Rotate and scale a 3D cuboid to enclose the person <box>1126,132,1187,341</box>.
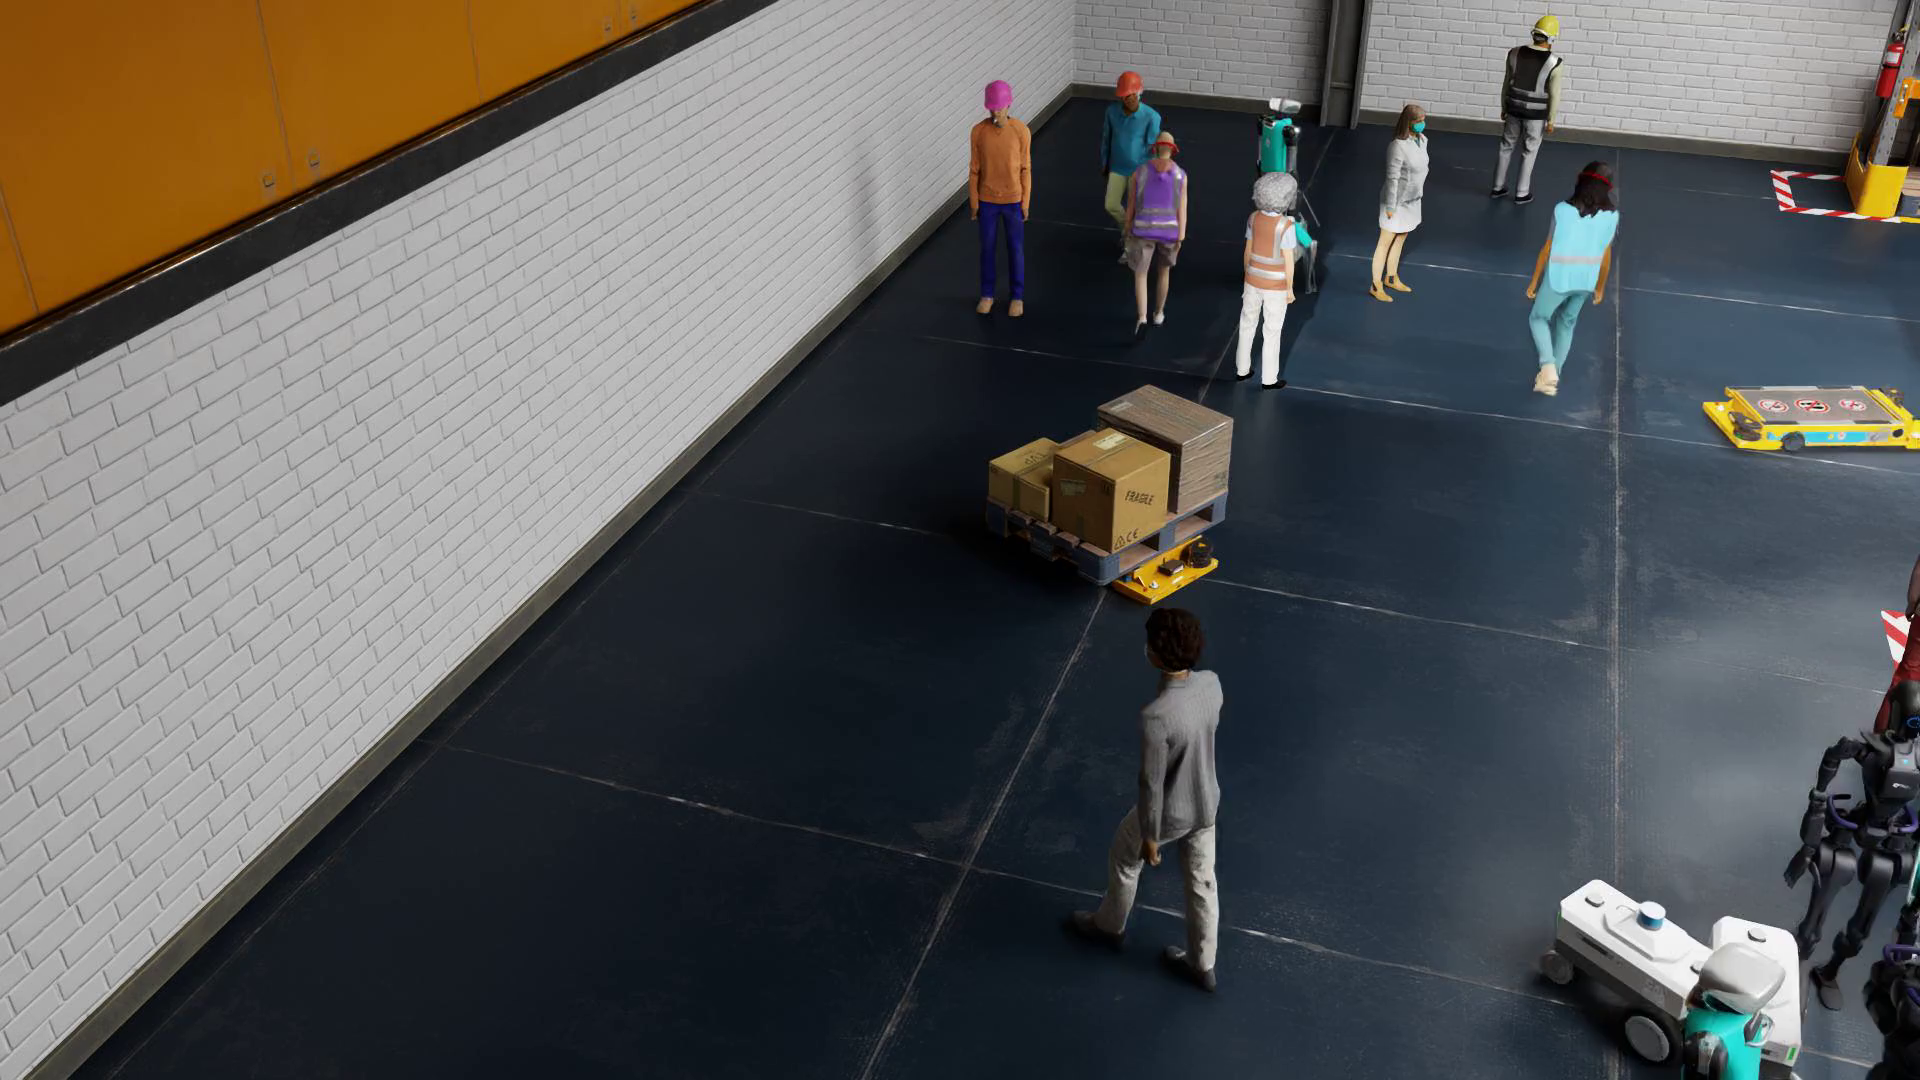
[{"bbox_3d":[1.573,-2.429,13.373,0.480,1.666,0.716,2,31,4],"label":"person"}]

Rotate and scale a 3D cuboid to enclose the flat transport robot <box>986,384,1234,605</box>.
[{"bbox_3d":[0.897,-0.036,10.687,0.659,0.231,1.431,-26,39,-37],"label":"flat transport robot"}]

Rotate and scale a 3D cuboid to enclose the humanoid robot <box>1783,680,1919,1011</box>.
[{"bbox_3d":[3.828,1.326,6.981,0.601,1.656,0.397,5,31,9],"label":"humanoid robot"}]

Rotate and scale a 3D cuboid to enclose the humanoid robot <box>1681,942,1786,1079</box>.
[{"bbox_3d":[2.662,2.195,5.504,0.775,1.821,0.534,22,37,32],"label":"humanoid robot"}]

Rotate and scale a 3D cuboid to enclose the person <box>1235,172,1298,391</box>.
[{"bbox_3d":[2.316,-1.940,12.520,0.448,1.689,0.309,26,39,37],"label":"person"}]

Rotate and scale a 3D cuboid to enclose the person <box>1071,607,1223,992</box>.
[{"bbox_3d":[0.862,1.086,7.207,0.544,1.866,0.851,-21,37,-32],"label":"person"}]

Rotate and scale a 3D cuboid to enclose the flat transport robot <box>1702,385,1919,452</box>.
[{"bbox_3d":[6.266,-0.886,12.133,1.431,0.231,0.659,0,30,-1],"label":"flat transport robot"}]

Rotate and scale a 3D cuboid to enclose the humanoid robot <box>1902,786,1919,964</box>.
[{"bbox_3d":[4.180,1.334,6.916,0.546,1.801,0.690,19,35,29],"label":"humanoid robot"}]

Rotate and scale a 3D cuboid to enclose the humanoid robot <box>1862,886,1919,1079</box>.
[{"bbox_3d":[3.585,1.761,6.253,0.422,1.636,0.610,-1,30,-1],"label":"humanoid robot"}]

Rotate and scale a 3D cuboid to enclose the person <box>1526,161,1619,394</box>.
[{"bbox_3d":[4.498,-1.904,12.307,0.547,1.840,0.553,2,30,3],"label":"person"}]

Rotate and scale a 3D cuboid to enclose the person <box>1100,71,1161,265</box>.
[{"bbox_3d":[1.506,-3.329,14.840,0.599,1.731,0.435,19,35,29],"label":"person"}]

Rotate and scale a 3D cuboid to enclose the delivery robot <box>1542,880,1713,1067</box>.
[{"bbox_3d":[2.958,1.829,7.214,0.499,0.577,0.758,-21,36,-31],"label":"delivery robot"}]

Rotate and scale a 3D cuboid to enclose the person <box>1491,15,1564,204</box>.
[{"bbox_3d":[5.550,-4.185,16.222,0.599,1.817,0.403,25,39,36],"label":"person"}]

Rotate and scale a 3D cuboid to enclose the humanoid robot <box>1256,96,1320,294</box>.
[{"bbox_3d":[2.889,-2.866,14.141,0.798,1.857,0.562,-13,33,-21],"label":"humanoid robot"}]

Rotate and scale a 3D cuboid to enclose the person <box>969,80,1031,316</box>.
[{"bbox_3d":[0.325,-2.820,13.748,0.517,1.974,0.398,4,31,7],"label":"person"}]

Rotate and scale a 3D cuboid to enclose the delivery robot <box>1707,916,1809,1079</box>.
[{"bbox_3d":[3.347,1.951,7.044,0.516,0.614,0.785,12,32,19],"label":"delivery robot"}]

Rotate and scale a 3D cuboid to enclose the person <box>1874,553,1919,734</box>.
[{"bbox_3d":[5.042,0.428,8.421,0.320,1.765,0.532,-15,34,-24],"label":"person"}]

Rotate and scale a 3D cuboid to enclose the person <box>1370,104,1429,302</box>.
[{"bbox_3d":[3.758,-2.863,14.121,0.337,1.659,0.483,26,39,37],"label":"person"}]
